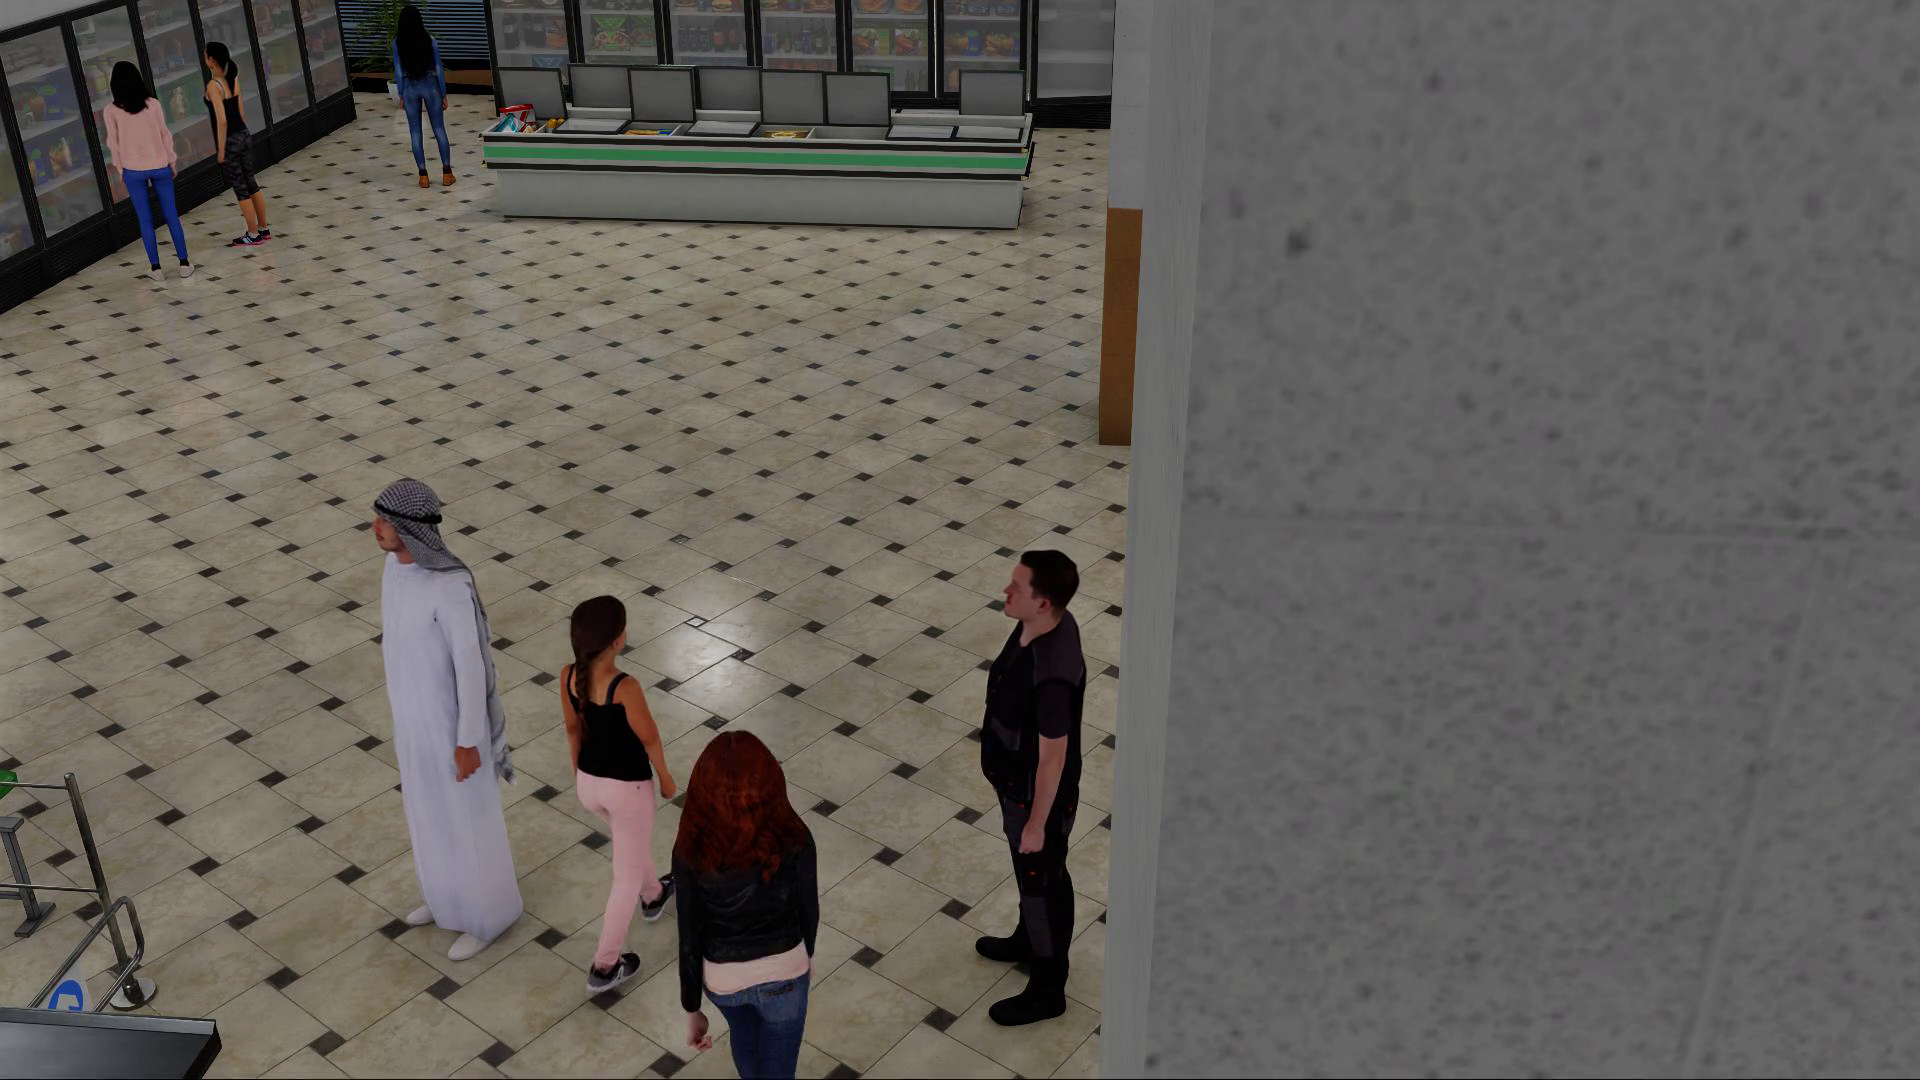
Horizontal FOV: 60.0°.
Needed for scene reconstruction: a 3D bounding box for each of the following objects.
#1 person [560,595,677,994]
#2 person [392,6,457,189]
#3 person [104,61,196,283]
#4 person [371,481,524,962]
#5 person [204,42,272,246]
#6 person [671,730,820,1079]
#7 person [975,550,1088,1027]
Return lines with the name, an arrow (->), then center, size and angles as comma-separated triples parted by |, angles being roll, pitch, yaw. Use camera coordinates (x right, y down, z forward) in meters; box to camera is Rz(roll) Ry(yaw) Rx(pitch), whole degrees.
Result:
person -> -1.269, 0.935, 6.019 | 0.949, 1.535, 0.808 | 14, 30, 25
person -> -5.224, -4.303, 16.153 | 0.583, 1.712, 0.732 | -7, 28, -14
person -> -6.597, -2.989, 13.497 | 0.673, 1.770, 0.782 | -13, 30, -25
person -> -1.913, 0.655, 6.138 | 0.794, 1.926, 0.871 | 24, 36, 39
person -> -6.288, -3.432, 14.417 | 0.548, 1.729, 0.584 | 4, 27, 8
person -> -0.602, 1.412, 4.862 | 1.203, 1.730, 0.687 | -1, 27, -2
person -> 0.267, 0.855, 5.834 | 0.645, 1.845, 0.757 | -2, 27, -4
